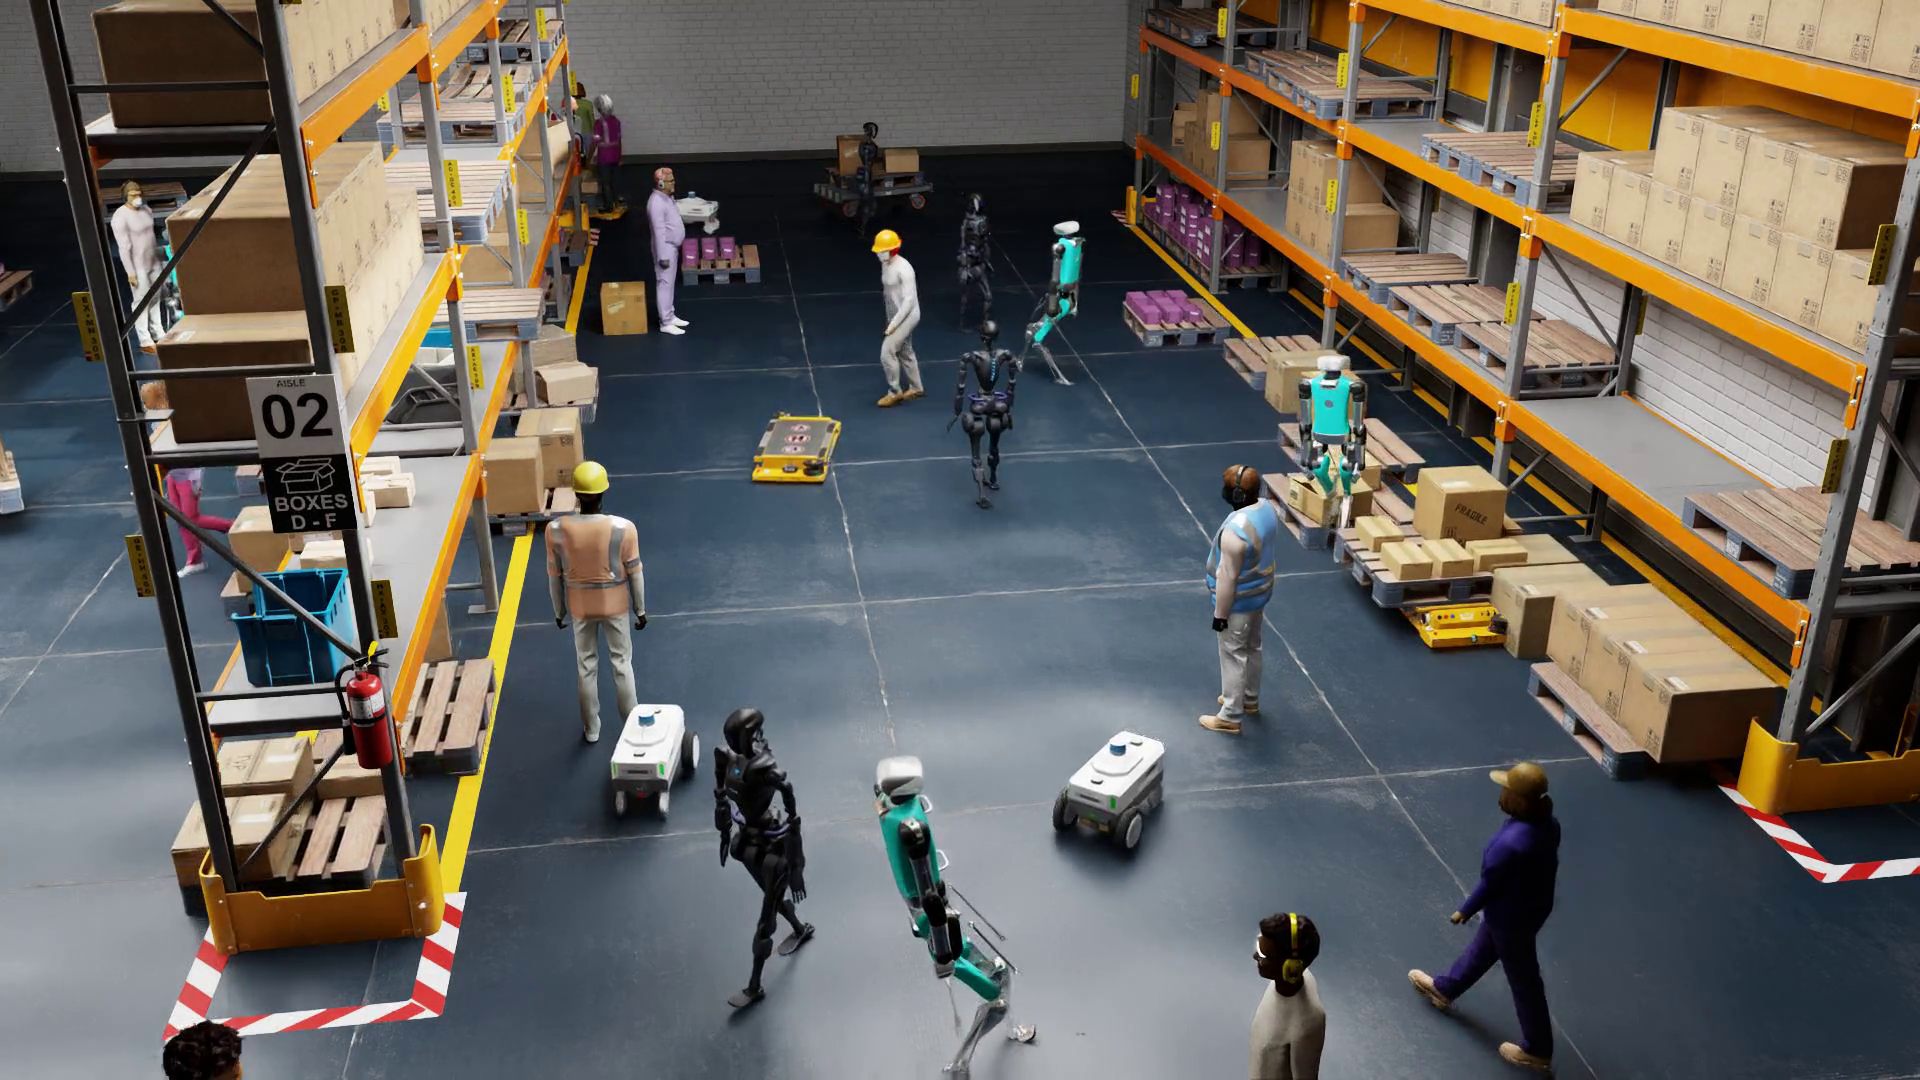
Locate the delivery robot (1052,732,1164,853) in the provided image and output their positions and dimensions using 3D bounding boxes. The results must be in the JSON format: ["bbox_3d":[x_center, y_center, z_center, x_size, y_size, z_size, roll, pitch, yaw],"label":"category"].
[{"bbox_3d":[0.929,1.467,9.968,0.499,0.585,0.765,14,27,29],"label":"delivery robot"}]

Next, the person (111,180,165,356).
[{"bbox_3d":[-9.093,-3.041,18.534,0.369,1.936,0.628,3,24,7],"label":"person"}]

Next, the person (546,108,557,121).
[{"bbox_3d":[-6.330,-5.809,24.965,0.620,1.838,0.429,-3,24,-8],"label":"person"}]

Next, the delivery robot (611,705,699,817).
[{"bbox_3d":[-1.923,1.326,10.320,0.499,0.610,0.814,0,24,1],"label":"delivery robot"}]

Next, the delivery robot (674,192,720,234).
[{"bbox_3d":[-3.903,-4.744,24.147,0.798,0.608,0.499,4,24,10],"label":"delivery robot"}]

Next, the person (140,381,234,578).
[{"bbox_3d":[-6.083,-0.507,13.157,0.527,1.608,0.549,19,30,36],"label":"person"}]

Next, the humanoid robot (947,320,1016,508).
[{"bbox_3d":[0.184,-1.133,14.551,0.605,1.643,0.621,-9,25,-19],"label":"humanoid robot"}]

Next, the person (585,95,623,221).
[{"bbox_3d":[-5.277,-5.667,24.646,0.494,1.831,0.555,10,25,21],"label":"person"}]

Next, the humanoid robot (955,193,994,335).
[{"bbox_3d":[0.198,-3.163,19.142,0.582,1.640,0.589,14,27,29],"label":"humanoid robot"}]

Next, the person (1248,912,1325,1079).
[{"bbox_3d":[1.228,2.255,6.551,0.329,1.872,0.509,-1,24,-1],"label":"person"}]

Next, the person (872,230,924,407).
[{"bbox_3d":[-0.607,-2.231,16.813,0.698,1.839,0.573,-12,26,-25],"label":"person"}]

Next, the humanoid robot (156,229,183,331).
[{"bbox_3d":[-7.939,-2.200,17.003,0.545,1.899,0.745,2,24,5],"label":"humanoid robot"}]

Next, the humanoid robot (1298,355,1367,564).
[{"bbox_3d":[3.031,-0.667,13.446,0.584,1.839,0.704,11,26,23],"label":"humanoid robot"}]

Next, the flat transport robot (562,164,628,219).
[{"bbox_3d":[-5.793,-4.998,25.064,1.431,0.231,0.659,0,24,1],"label":"flat transport robot"}]

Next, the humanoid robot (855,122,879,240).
[{"bbox_3d":[-1.316,-5.061,23.458,0.360,1.635,0.608,1,24,2],"label":"humanoid robot"}]

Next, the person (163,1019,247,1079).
[{"bbox_3d":[-2.697,2.545,5.866,0.667,1.902,0.970,21,31,39],"label":"person"}]

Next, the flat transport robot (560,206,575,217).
[{"bbox_3d":[-6.302,-4.708,24.405,1.431,0.231,0.659,-4,24,-8],"label":"flat transport robot"}]

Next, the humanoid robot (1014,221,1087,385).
[{"bbox_3d":[0.847,-2.541,17.665,0.933,1.777,0.545,16,28,33],"label":"humanoid robot"}]

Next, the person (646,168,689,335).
[{"bbox_3d":[-3.380,-3.361,19.300,0.404,1.910,0.641,1,24,1],"label":"person"}]

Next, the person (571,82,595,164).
[{"bbox_3d":[-6.158,-6.612,27.054,0.496,1.625,0.285,2,24,5],"label":"person"}]

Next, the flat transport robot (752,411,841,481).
[{"bbox_3d":[-1.527,-0.882,15.688,0.659,0.231,1.431,1,24,2],"label":"flat transport robot"}]

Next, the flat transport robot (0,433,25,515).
[{"bbox_3d":[-8.630,-0.199,14.130,0.659,0.231,1.431,-14,27,-28],"label":"flat transport robot"}]

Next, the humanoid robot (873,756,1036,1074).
[{"bbox_3d":[0.071,1.804,7.864,0.934,1.827,0.562,-8,25,-17],"label":"humanoid robot"}]

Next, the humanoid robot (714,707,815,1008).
[{"bbox_3d":[-0.999,1.546,8.456,0.590,1.618,0.767,16,28,32],"label":"humanoid robot"}]

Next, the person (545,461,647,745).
[{"bbox_3d":[-2.315,0.411,10.681,0.593,1.925,0.374,-1,24,-2],"label":"person"}]

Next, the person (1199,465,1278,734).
[{"bbox_3d":[1.815,0.377,10.880,0.431,1.836,0.622,13,27,28],"label":"person"}]

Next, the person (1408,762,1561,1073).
[{"bbox_3d":[2.591,1.768,8.015,0.825,1.580,0.452,17,29,33],"label":"person"}]

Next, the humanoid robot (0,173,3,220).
[{"bbox_3d":[-14.389,-5.458,24.390,0.615,1.630,0.430,3,24,7],"label":"humanoid robot"}]

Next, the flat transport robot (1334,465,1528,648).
[{"bbox_3d":[3.640,0.414,12.735,0.659,0.231,1.431,-3,24,-8],"label":"flat transport robot"}]

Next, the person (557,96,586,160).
[{"bbox_3d":[-5.819,-5.798,25.039,0.341,1.748,0.572,13,27,28],"label":"person"}]
